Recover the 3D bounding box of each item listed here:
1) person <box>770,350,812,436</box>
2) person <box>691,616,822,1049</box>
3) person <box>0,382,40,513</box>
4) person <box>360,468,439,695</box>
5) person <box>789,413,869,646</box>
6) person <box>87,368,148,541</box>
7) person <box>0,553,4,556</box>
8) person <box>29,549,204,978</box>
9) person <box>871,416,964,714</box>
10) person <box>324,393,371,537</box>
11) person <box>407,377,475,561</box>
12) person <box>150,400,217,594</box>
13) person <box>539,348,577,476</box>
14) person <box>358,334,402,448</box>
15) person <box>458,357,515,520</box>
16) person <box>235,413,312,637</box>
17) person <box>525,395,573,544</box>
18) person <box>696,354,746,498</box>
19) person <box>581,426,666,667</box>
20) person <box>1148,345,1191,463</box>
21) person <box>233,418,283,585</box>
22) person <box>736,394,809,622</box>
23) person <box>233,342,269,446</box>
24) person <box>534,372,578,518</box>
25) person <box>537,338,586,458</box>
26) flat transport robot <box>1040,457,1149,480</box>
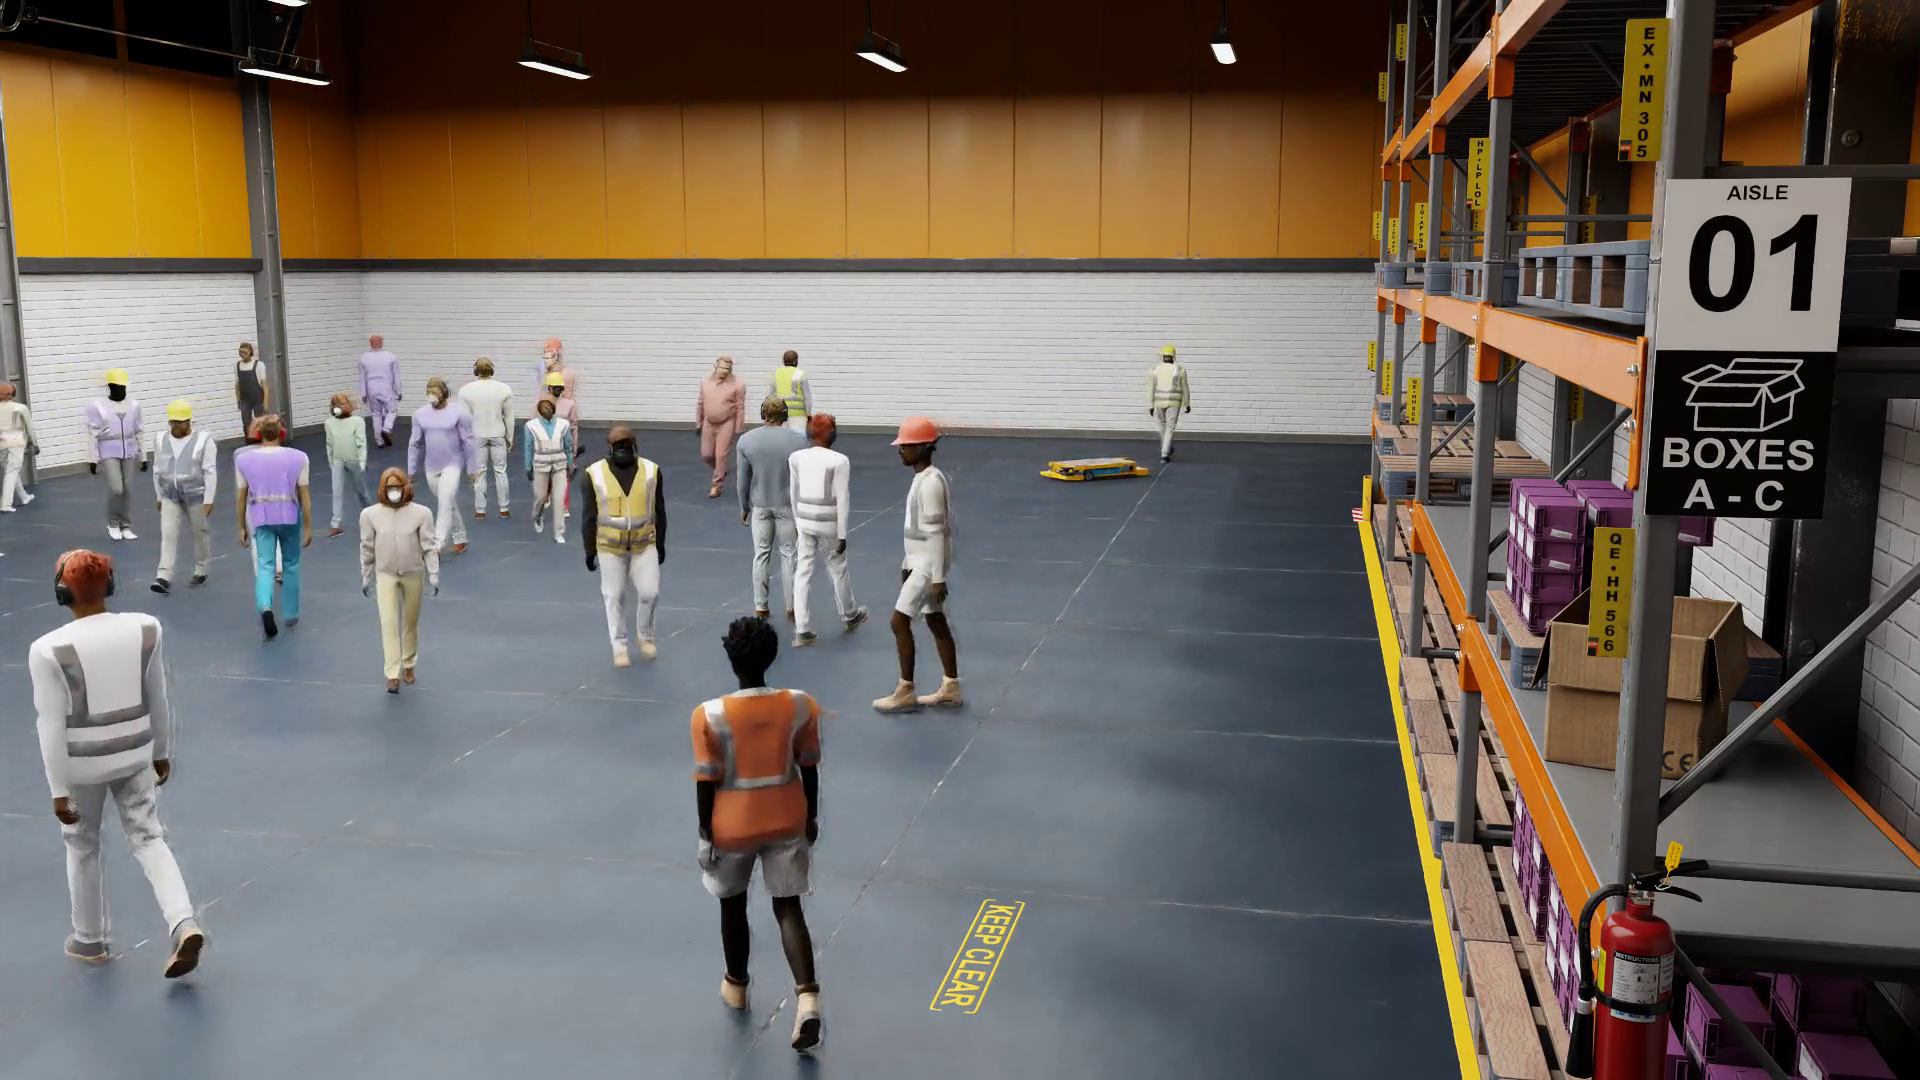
[{"bbox_3d":[-2.451,-1.805,23.757,0.635,1.818,0.710,6,11,31],"label":"person"},{"bbox_3d":[-0.766,1.133,6.497,0.541,1.674,0.773,-4,10,-23],"label":"person"},{"bbox_3d":[-11.661,-1.151,20.493,0.527,1.584,0.885,0,9,1],"label":"person"},{"bbox_3d":[-3.960,0.290,11.782,0.525,1.586,0.829,-3,10,-19],"label":"person"},{"bbox_3d":[-1.084,-0.110,13.460,0.599,1.837,0.960,5,10,25],"label":"person"},{"bbox_3d":[-9.221,-0.933,18.235,0.457,1.905,0.612,6,11,34],"label":"person"},{"bbox_3d":[-10.190,-0.677,17.213,0.520,1.736,0.329,5,11,27],"label":"person"},{"bbox_3d":[-3.581,0.955,7.046,0.871,1.859,0.579,7,12,37],"label":"person"},{"bbox_3d":[-0.325,0.172,11.245,0.792,2.012,0.655,-1,9,-4],"label":"person"},{"bbox_3d":[-6.904,-0.868,18.782,0.510,1.592,0.843,1,9,3],"label":"person"},{"bbox_3d":[-5.329,-0.719,17.024,0.655,1.881,1.035,2,10,12],"label":"person"},{"bbox_3d":[-7.181,-0.390,15.326,0.603,1.782,0.908,-1,9,-4],"label":"person"},{"bbox_3d":[-5.585,-1.698,22.884,0.674,1.889,0.434,9,13,42],"label":"person"},{"bbox_3d":[-9.528,-2.438,27.337,0.667,1.891,0.495,-1,9,-5],"label":"person"},{"bbox_3d":[-5.605,-1.197,19.734,0.630,1.940,0.372,-4,10,-21],"label":"person"},{"bbox_3d":[-5.627,-0.129,13.664,0.571,1.823,0.801,-3,10,-17],"label":"person"},{"bbox_3d":[-4.507,-0.784,18.209,0.517,1.620,0.595,-4,10,-24],"label":"person"},{"bbox_3d":[-3.122,-1.495,21.708,0.696,1.870,0.530,3,10,15],"label":"person"},{"bbox_3d":[-2.522,0.056,12.529,0.645,1.832,0.441,-3,10,-18],"label":"person"},{"bbox_3d":[3.253,-2.106,25.661,0.598,1.784,0.923,5,11,27],"label":"person"},{"bbox_3d":[-6.465,-0.325,15.448,0.516,1.620,0.392,-3,10,-17],"label":"person"},{"bbox_3d":[-1.570,-0.268,14.131,0.637,1.938,0.355,1,9,6],"label":"person"},{"bbox_3d":[-11.118,-2.213,26.183,0.511,1.831,0.571,0,9,2],"label":"person"},{"bbox_3d":[-4.869,-1.161,20.053,0.538,1.752,0.560,-4,10,-23],"label":"person"},{"bbox_3d":[-6.244,-2.169,25.743,0.569,1.882,0.976,5,11,29],"label":"person"},{"bbox_3d":[1.917,-1.017,23.663,1.431,0.197,0.652,-5,11,-30],"label":"flat transport robot"}]
